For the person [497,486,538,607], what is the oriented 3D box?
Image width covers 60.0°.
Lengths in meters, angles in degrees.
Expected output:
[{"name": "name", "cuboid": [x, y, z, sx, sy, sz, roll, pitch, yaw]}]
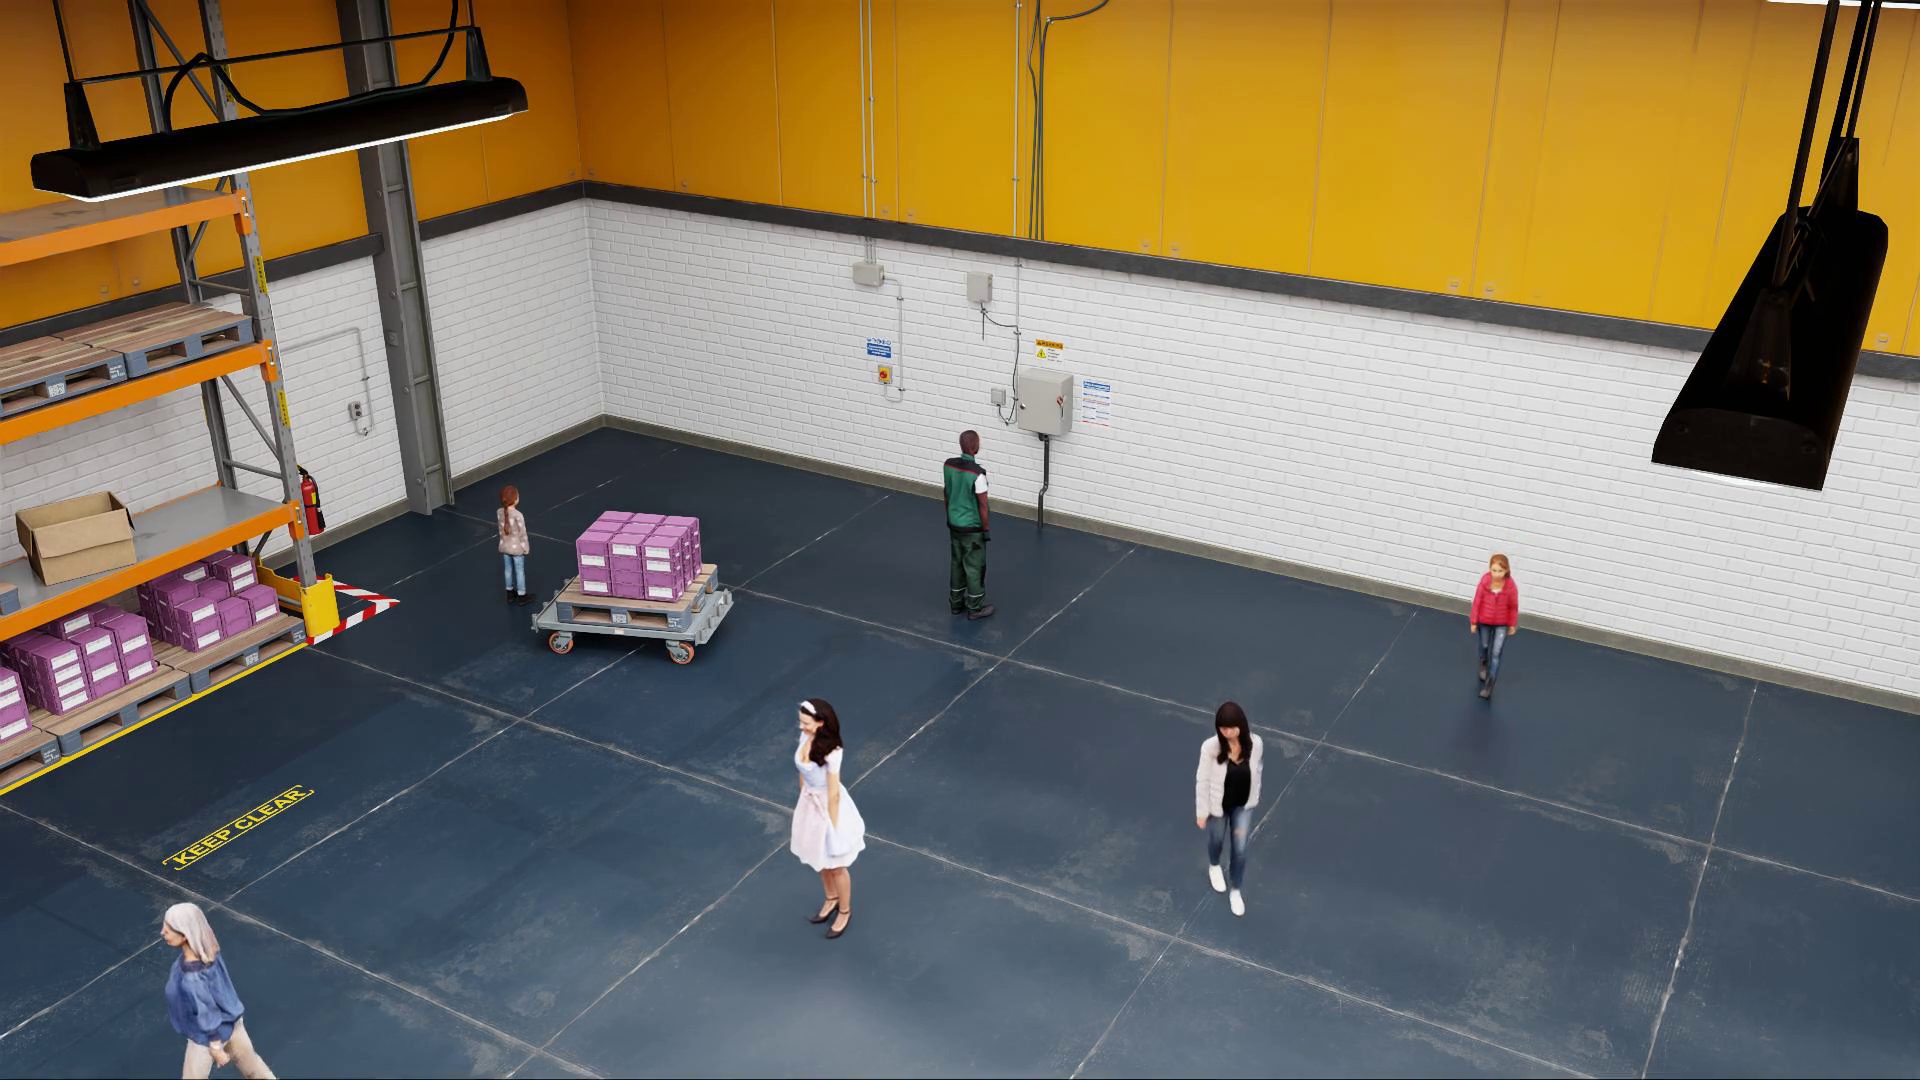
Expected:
[{"name": "person", "cuboid": [-4.277, 0.047, 15.882, 0.492, 1.195, 0.491, 10, 25, 21]}]

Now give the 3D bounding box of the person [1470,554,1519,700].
[{"name": "person", "cuboid": [4.598, 0.686, 14.301, 0.604, 1.289, 0.906, 8, 25, 18]}]

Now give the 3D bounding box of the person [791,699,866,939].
[{"name": "person", "cuboid": [-0.897, 1.836, 11.027, 0.858, 1.805, 0.815, -16, 28, -32]}]

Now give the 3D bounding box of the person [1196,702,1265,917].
[{"name": "person", "cuboid": [1.850, 1.757, 11.463, 0.869, 1.601, 0.965, -4, 24, -9]}]

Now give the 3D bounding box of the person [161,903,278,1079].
[{"name": "person", "cuboid": [-4.026, 2.711, 9.210, 1.102, 1.657, 1.081, -4, 24, -10]}]

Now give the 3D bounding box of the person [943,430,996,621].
[{"name": "person", "cuboid": [0.070, -0.148, 15.521, 0.741, 1.840, 0.689, 21, 31, 39]}]
